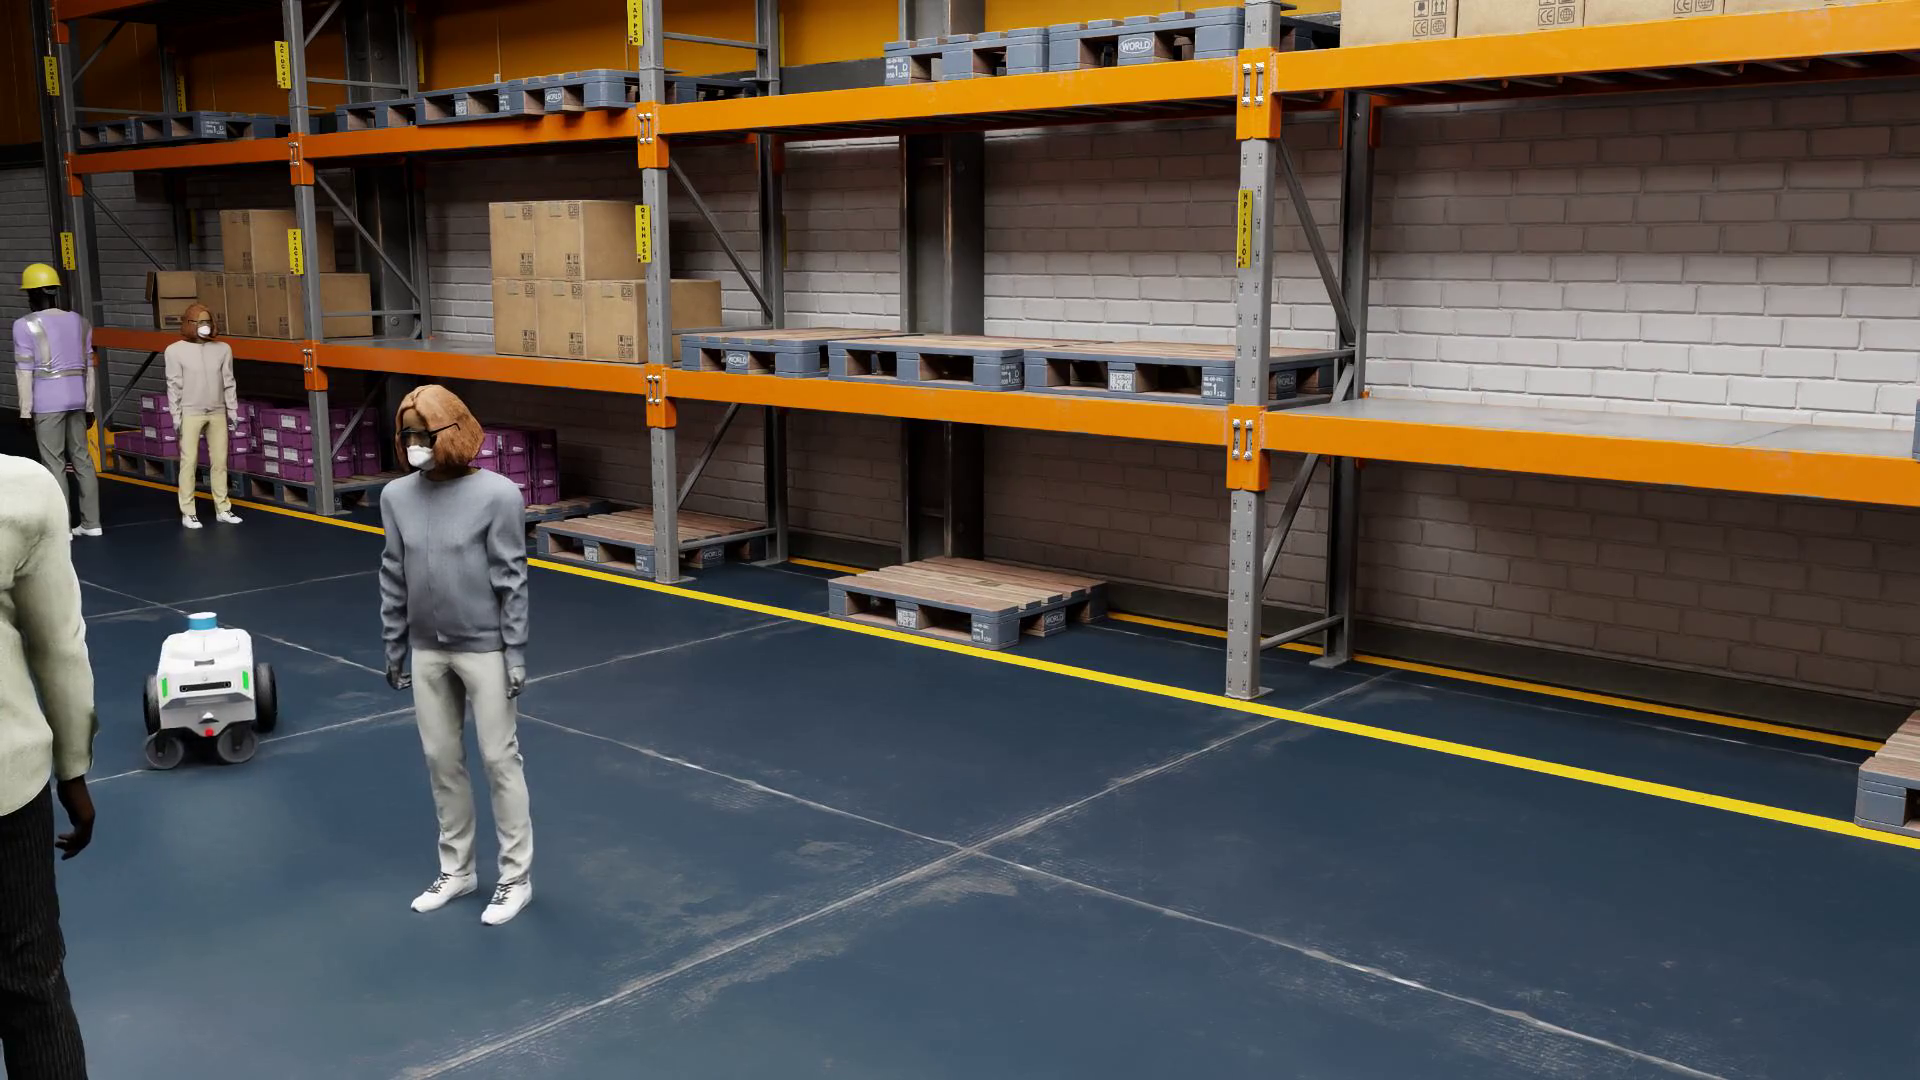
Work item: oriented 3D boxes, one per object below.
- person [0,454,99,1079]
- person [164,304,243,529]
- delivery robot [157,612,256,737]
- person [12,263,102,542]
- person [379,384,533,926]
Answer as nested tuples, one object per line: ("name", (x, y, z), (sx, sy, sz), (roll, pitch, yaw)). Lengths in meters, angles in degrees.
("person", (-1.985, 0.478, 3.185), (0.611, 1.996, 0.379), (-7, 12, -36))
("person", (-5.496, -0.898, 12.087), (0.287, 1.625, 0.497), (8, 13, 38))
("delivery robot", (-3.030, 0.536, 6.691), (0.477, 0.478, 0.707), (-4, 11, -23))
("person", (-6.253, -0.940, 11.496), (0.401, 1.919, 0.588), (4, 11, 21))
("person", (-1.526, 0.342, 5.022), (0.505, 1.622, 0.297), (3, 10, 17))
